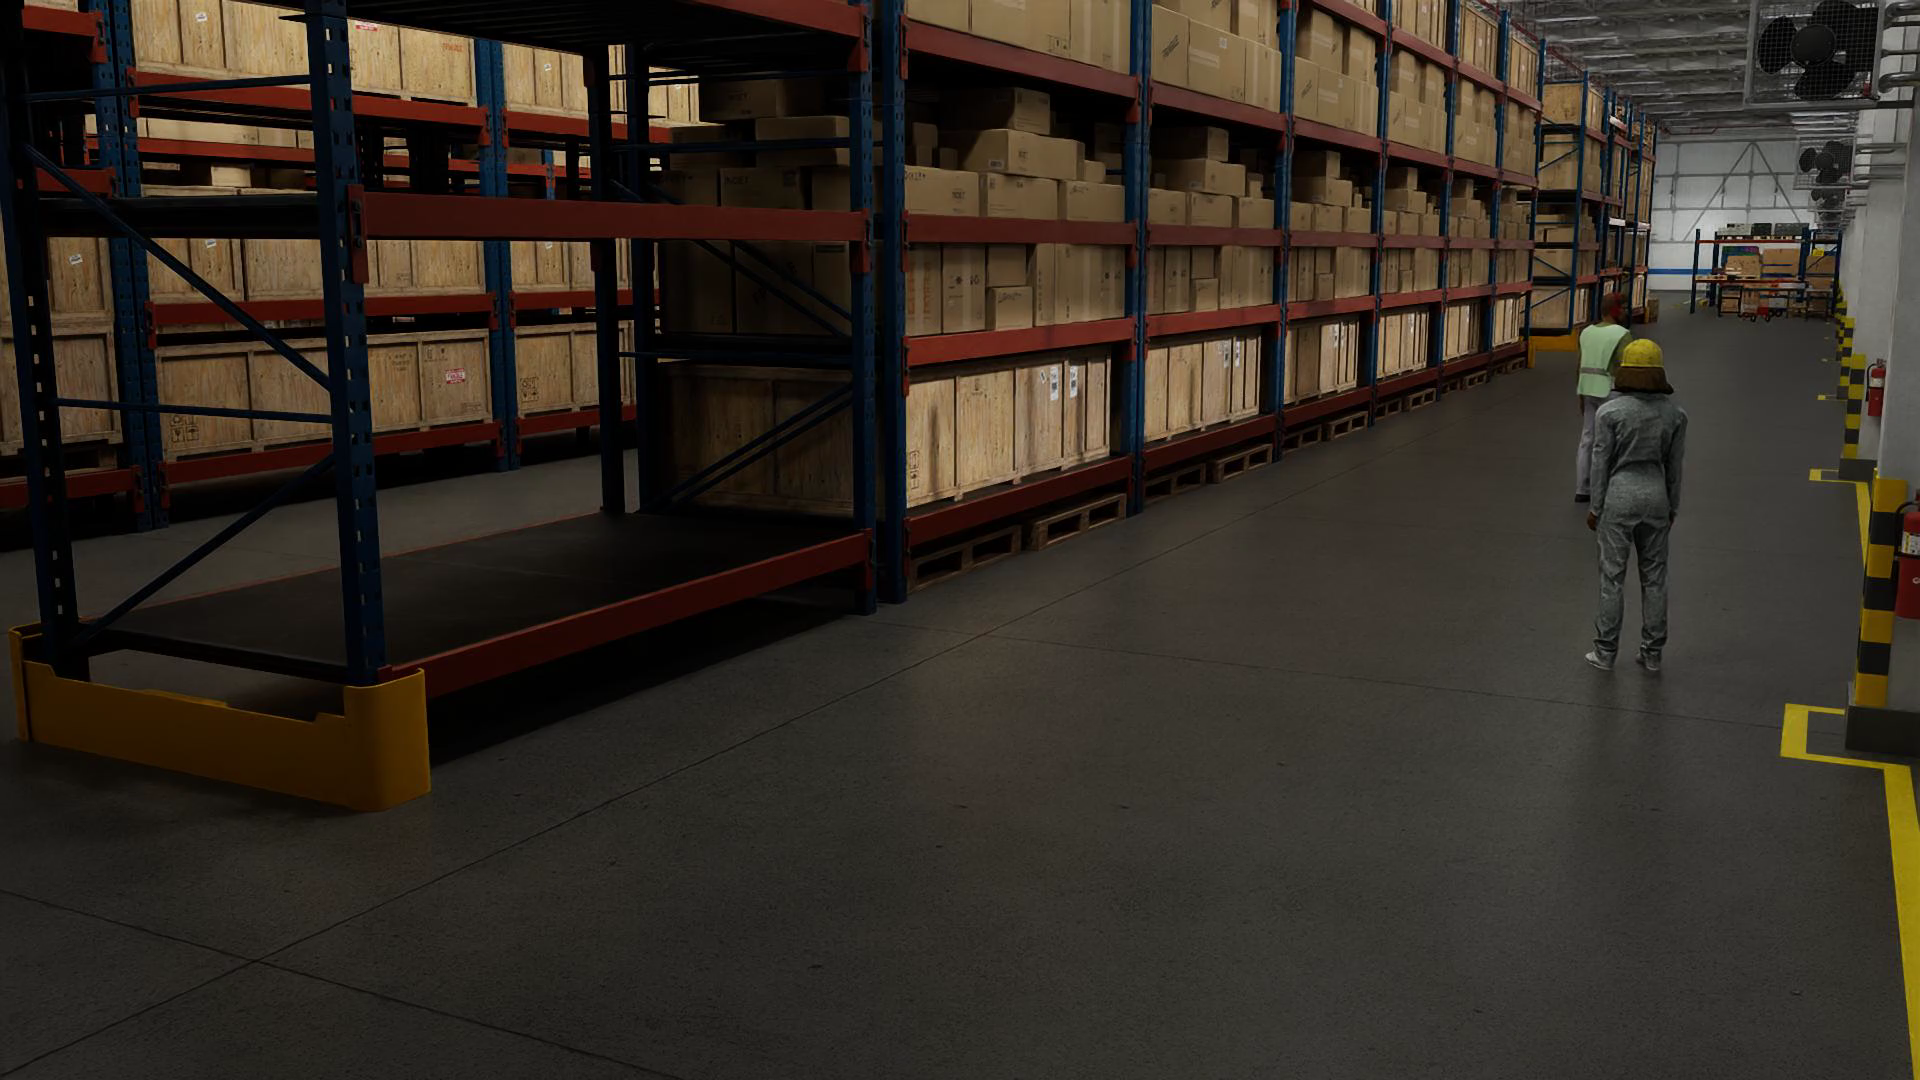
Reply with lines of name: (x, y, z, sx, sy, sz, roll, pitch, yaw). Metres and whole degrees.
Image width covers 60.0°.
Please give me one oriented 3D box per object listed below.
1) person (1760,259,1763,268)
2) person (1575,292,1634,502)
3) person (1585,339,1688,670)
person: (37.132, -12.133, 77.461, 0.647, 1.896, 0.977, -5, 11, -26)
person: (5.552, -1.215, 14.382, 0.387, 1.841, 0.565, -4, 11, -21)
person: (3.525, -0.180, 8.710, 0.480, 1.733, 0.336, -1, 10, -3)
